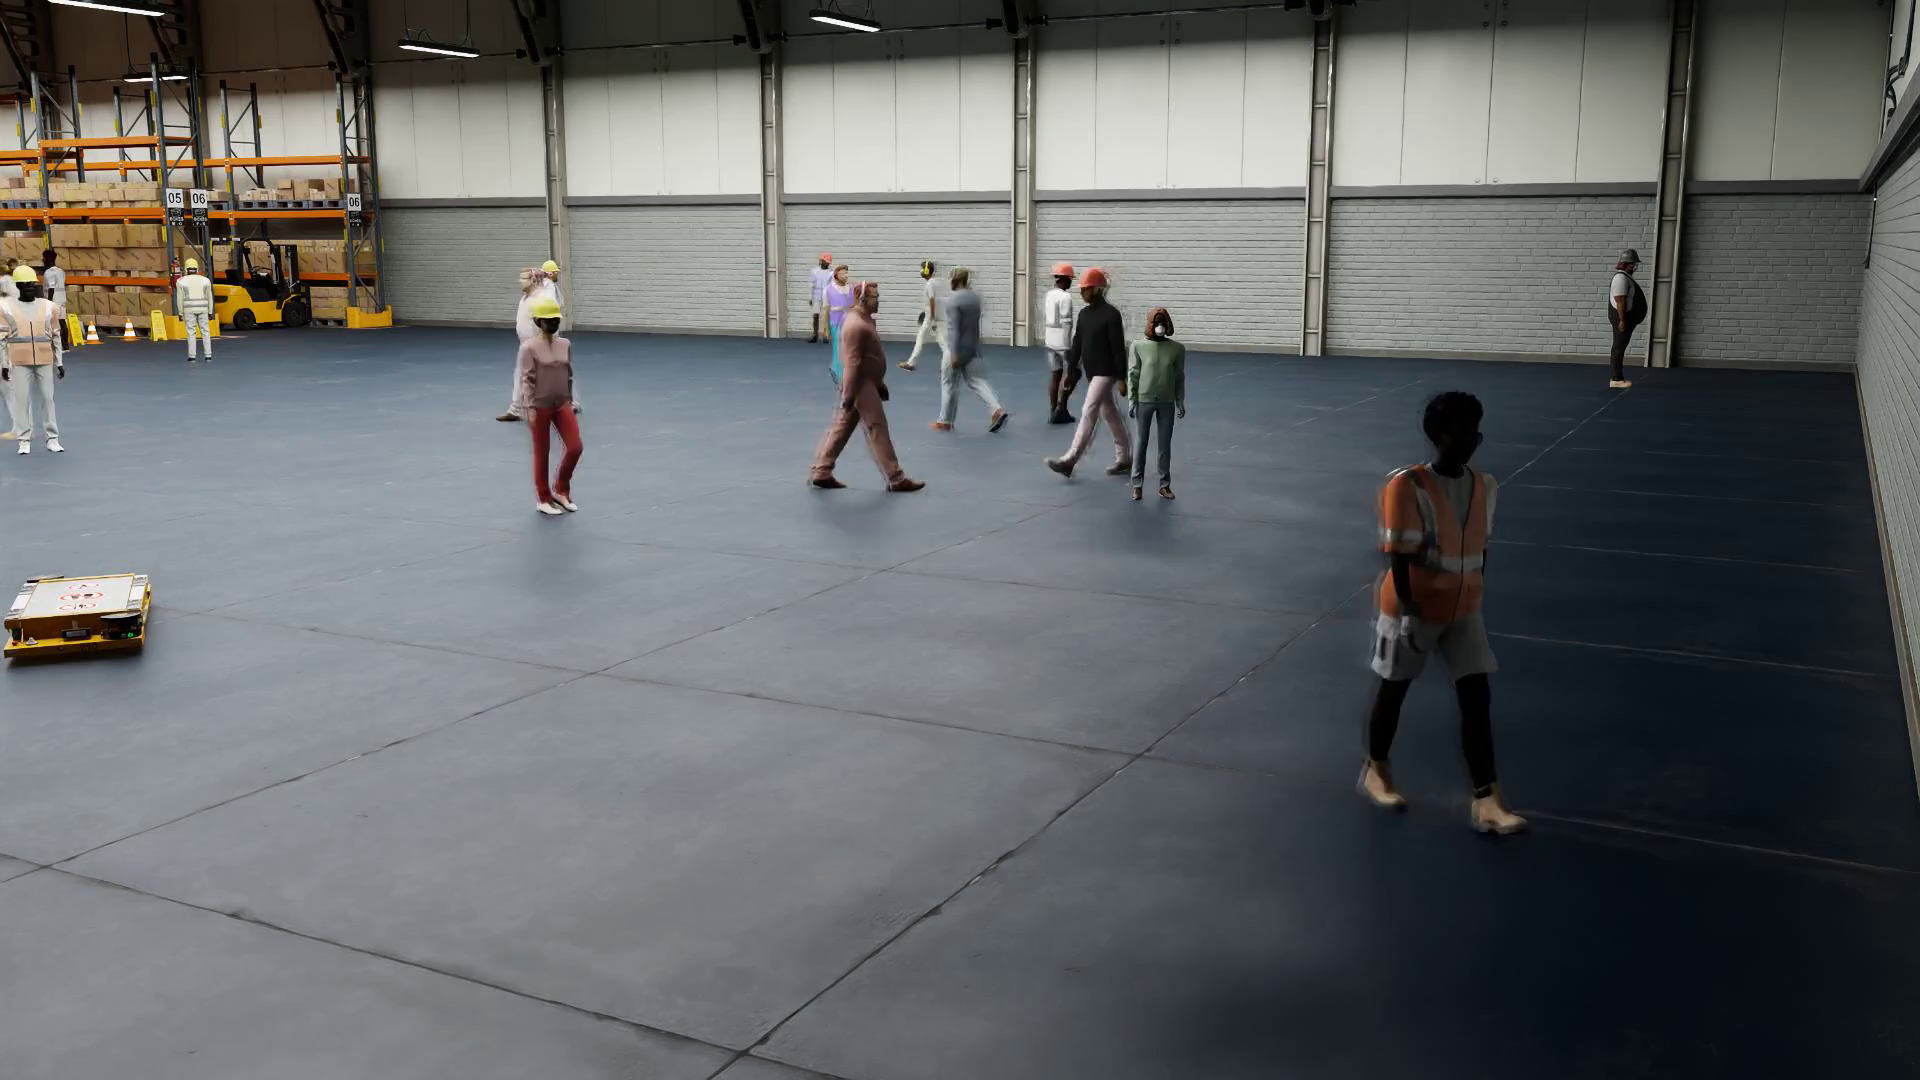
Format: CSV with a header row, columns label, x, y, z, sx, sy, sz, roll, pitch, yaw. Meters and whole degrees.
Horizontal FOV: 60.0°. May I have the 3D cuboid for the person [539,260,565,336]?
label,x,y,z,sx,sy,sz,roll,pitch,yaw
person,-6.602,-3.593,26.900,0.403,1.835,0.586,-6,12,-30

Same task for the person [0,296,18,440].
label,x,y,z,sx,sy,sz,roll,pitch,yaw
person,-10.639,-1.971,18.105,0.829,1.811,0.661,-6,12,-30

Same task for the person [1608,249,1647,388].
label,x,y,z,sx,sy,sz,roll,pitch,yaw
person,9.891,-3.285,24.658,0.539,2.000,0.688,4,11,22

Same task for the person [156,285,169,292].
label,x,y,z,sx,sy,sz,roll,pitch,yaw
person,-18.441,-5.793,38.740,0.435,1.887,0.680,4,11,22

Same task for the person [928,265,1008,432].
label,x,y,z,sx,sy,sz,roll,pitch,yaw
person,0.092,-2.167,18.946,0.922,1.912,0.640,6,12,30

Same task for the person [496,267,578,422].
label,x,y,z,sx,sy,sz,roll,pitch,yaw
person,-5.137,-2.373,20.191,1.019,1.862,0.656,-9,14,-40

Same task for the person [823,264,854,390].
label,x,y,z,sx,sy,sz,roll,pitch,yaw
person,-1.764,-3.099,24.211,0.561,1.834,0.612,-7,12,-33

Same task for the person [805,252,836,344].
label,x,y,z,sx,sy,sz,roll,pitch,yaw
person,-2.864,-5.006,34.464,0.654,1.887,0.500,2,11,10

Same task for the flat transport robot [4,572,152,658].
label,x,y,z,sx,sy,sz,roll,pitch,yaw
flat transport robot,-4.967,0.396,9.413,0.652,0.197,1.431,-5,11,-23

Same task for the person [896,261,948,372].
label,x,y,z,sx,sy,sz,roll,pitch,yaw
person,-0.530,-3.651,27.275,0.996,1.816,0.502,3,11,15

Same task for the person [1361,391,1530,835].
label,x,y,z,sx,sy,sz,roll,pitch,yaw
person,1.833,0.282,6.242,0.551,1.661,0.842,-4,11,-20

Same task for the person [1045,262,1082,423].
label,x,y,z,sx,sy,sz,roll,pitch,yaw
person,1.233,-2.340,19.805,0.435,1.925,0.580,-4,11,-23

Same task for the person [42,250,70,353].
label,x,y,z,sx,sy,sz,roll,pitch,yaw
person,-17.307,-4.558,31.800,0.367,1.966,0.603,-1,10,-6

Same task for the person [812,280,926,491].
label,x,y,z,sx,sy,sz,roll,pitch,yaw
person,-0.848,-1.339,14.611,1.002,1.855,0.643,-1,10,-4

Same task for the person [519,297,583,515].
label,x,y,z,sx,sy,sz,roll,pitch,yaw
person,-3.263,-1.056,13.285,0.451,1.746,0.538,9,14,40

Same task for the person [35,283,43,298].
label,x,y,z,sx,sy,sz,roll,pitch,yaw
person,-24.772,-6.870,44.558,0.405,1.918,0.580,5,11,25

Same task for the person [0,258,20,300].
label,x,y,z,sx,sy,sz,roll,pitch,yaw
person,-16.564,-4.030,29.276,0.845,1.833,0.554,4,11,21

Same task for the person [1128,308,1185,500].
label,x,y,z,sx,sy,sz,roll,pitch,yaw
person,1.672,-1.157,14.162,0.499,1.634,0.279,-1,10,-6

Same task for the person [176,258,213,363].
label,x,y,z,sx,sy,sz,roll,pitch,yaw
person,-13.519,-4.050,29.398,0.600,1.832,0.404,-8,13,-38

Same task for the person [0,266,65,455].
label,x,y,z,sx,sy,sz,roll,pitch,yaw
person,-9.564,-1.852,17.142,0.593,1.929,0.363,-8,13,-38

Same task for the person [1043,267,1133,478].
label,x,y,z,sx,sy,sz,roll,pitch,yaw
person,1.213,-1.536,15.389,1.051,1.931,0.605,-4,11,-22
